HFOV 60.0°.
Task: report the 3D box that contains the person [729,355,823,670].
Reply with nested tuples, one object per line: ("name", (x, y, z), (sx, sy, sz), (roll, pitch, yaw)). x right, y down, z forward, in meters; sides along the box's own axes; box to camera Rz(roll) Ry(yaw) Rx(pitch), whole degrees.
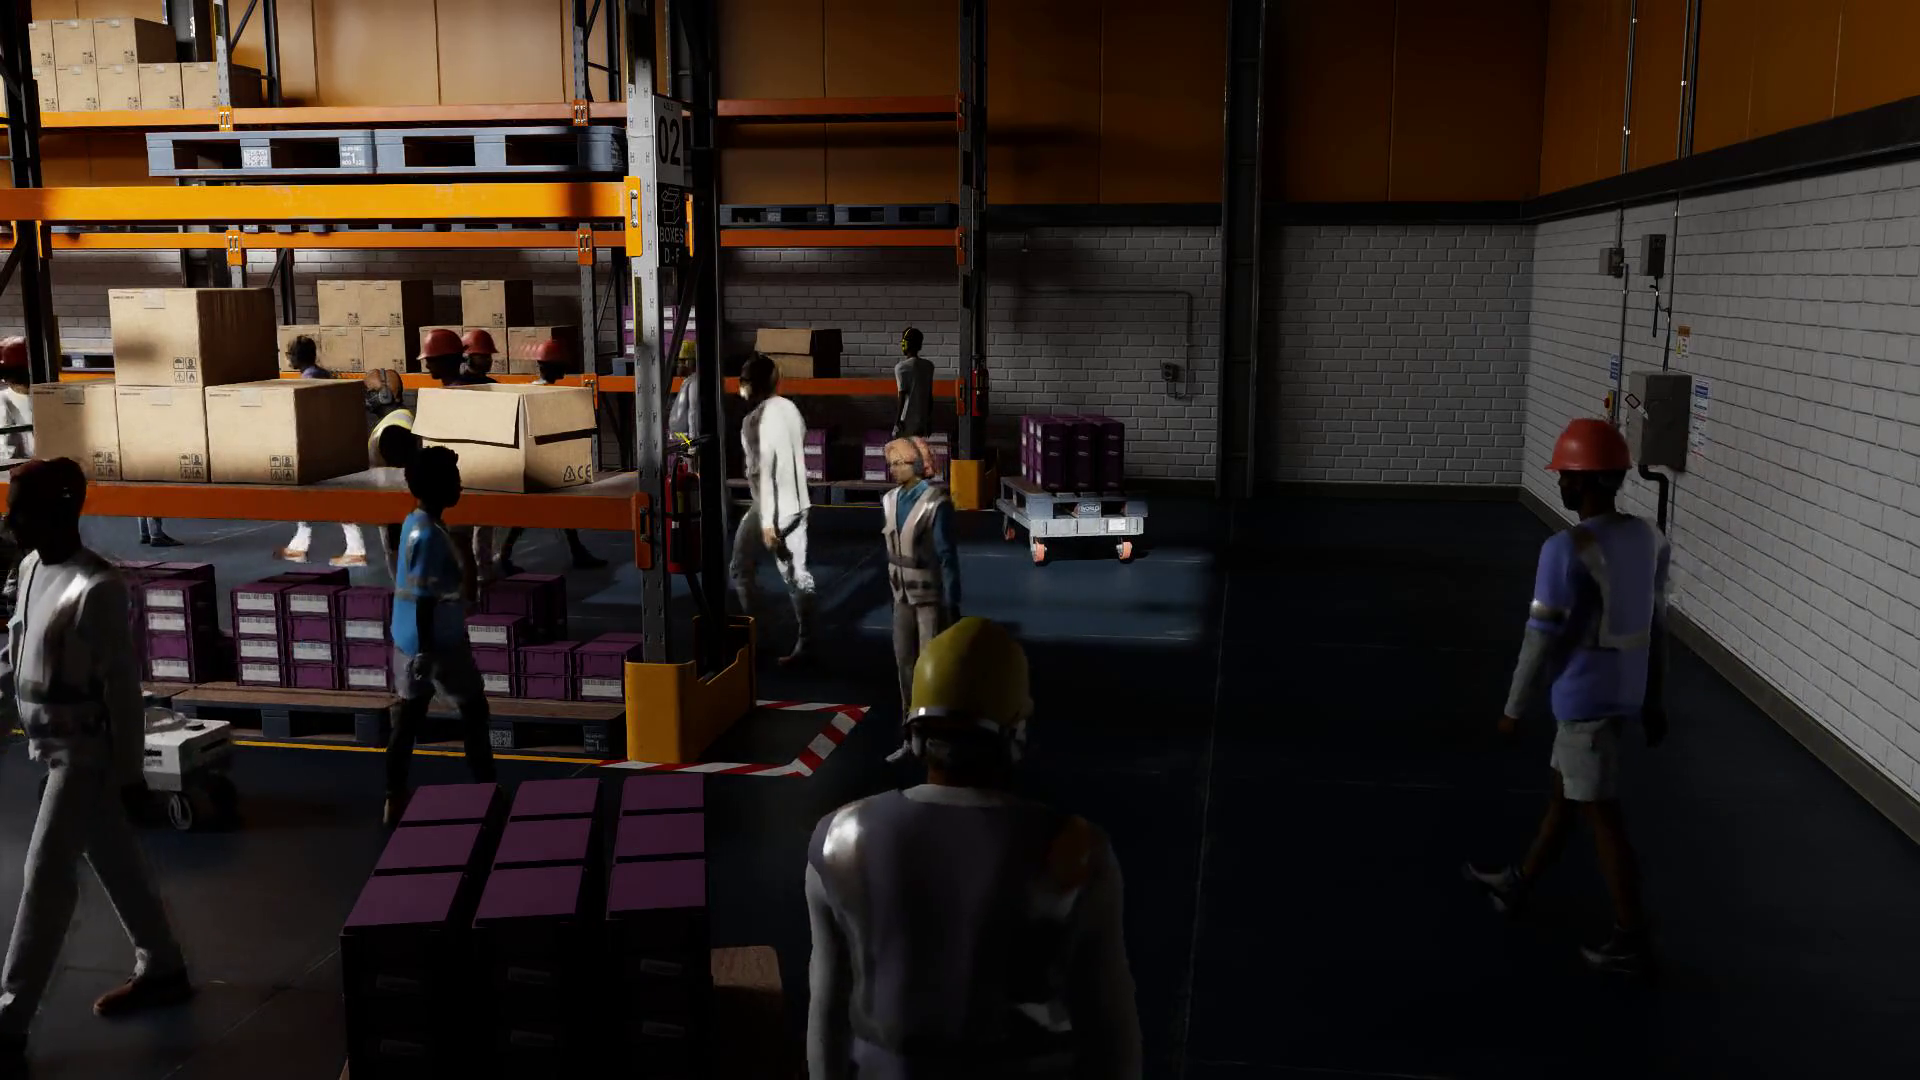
("person", (-1.144, -0.150, 10.004), (0.693, 1.917, 0.628), (5, 10, 26))

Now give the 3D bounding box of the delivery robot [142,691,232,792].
("delivery robot", (-3.592, 0.912, 7.333), (0.707, 0.478, 0.477), (2, 9, 12))

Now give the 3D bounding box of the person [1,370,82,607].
("person", (-6.698, -0.466, 12.067), (0.611, 1.874, 0.967), (0, 9, 0))

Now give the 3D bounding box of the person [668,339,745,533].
("person", (-2.362, -0.911, 15.052), (0.700, 1.809, 0.602), (-2, 9, -14))

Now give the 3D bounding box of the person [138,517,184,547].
("person", (-7.108, -0.822, 14.644), (0.315, 1.766, 0.523), (-8, 12, -42))

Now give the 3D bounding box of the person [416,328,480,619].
("person", (-3.429, -0.405, 11.221), (0.385, 2.035, 0.607), (-3, 10, -17))

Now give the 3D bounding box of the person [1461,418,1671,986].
("person", (2.109, 0.528, 5.816), (0.554, 1.897, 0.948), (-6, 11, -33))

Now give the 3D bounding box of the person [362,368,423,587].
("person", (-3.453, -0.131, 10.162), (0.430, 1.835, 0.623), (-3, 10, -21))

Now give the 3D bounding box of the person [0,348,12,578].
("person", (-7.613, -0.618, 13.155), (0.429, 1.838, 0.621), (2, 9, 10))

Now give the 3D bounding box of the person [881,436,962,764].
("person", (-0.151, 0.288, 8.178), (0.445, 1.620, 0.530), (-8, 12, -39))

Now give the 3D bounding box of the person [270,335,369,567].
("person", (-5.300, -0.709, 13.541), (0.925, 1.890, 0.635), (-1, 9, -9))

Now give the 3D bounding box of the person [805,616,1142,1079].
("person", (0.014, 1.038, 3.012), (0.603, 1.799, 0.882), (2, 9, 15))

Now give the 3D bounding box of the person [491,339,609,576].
("person", (-3.334, -0.646, 13.213), (0.977, 1.893, 0.546), (-4, 10, -23))

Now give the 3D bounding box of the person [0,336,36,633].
("person", (-6.082, -0.343, 10.976), (1.065, 1.982, 0.638), (1, 9, 8))

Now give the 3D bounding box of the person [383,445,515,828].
("person", (-2.180, 0.424, 7.213), (0.763, 1.666, 0.542), (-5, 10, -26))

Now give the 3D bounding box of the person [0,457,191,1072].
("person", (-2.841, 0.671, 5.156), (0.850, 1.840, 0.584), (-9, 13, -44))

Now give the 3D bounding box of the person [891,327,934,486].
("person", (-0.470, -1.143, 16.307), (0.328, 1.872, 0.514), (8, 12, 41))

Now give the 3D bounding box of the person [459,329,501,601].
("person", (-3.556, -0.561, 12.305), (0.395, 1.992, 0.621), (3, 10, 19))
